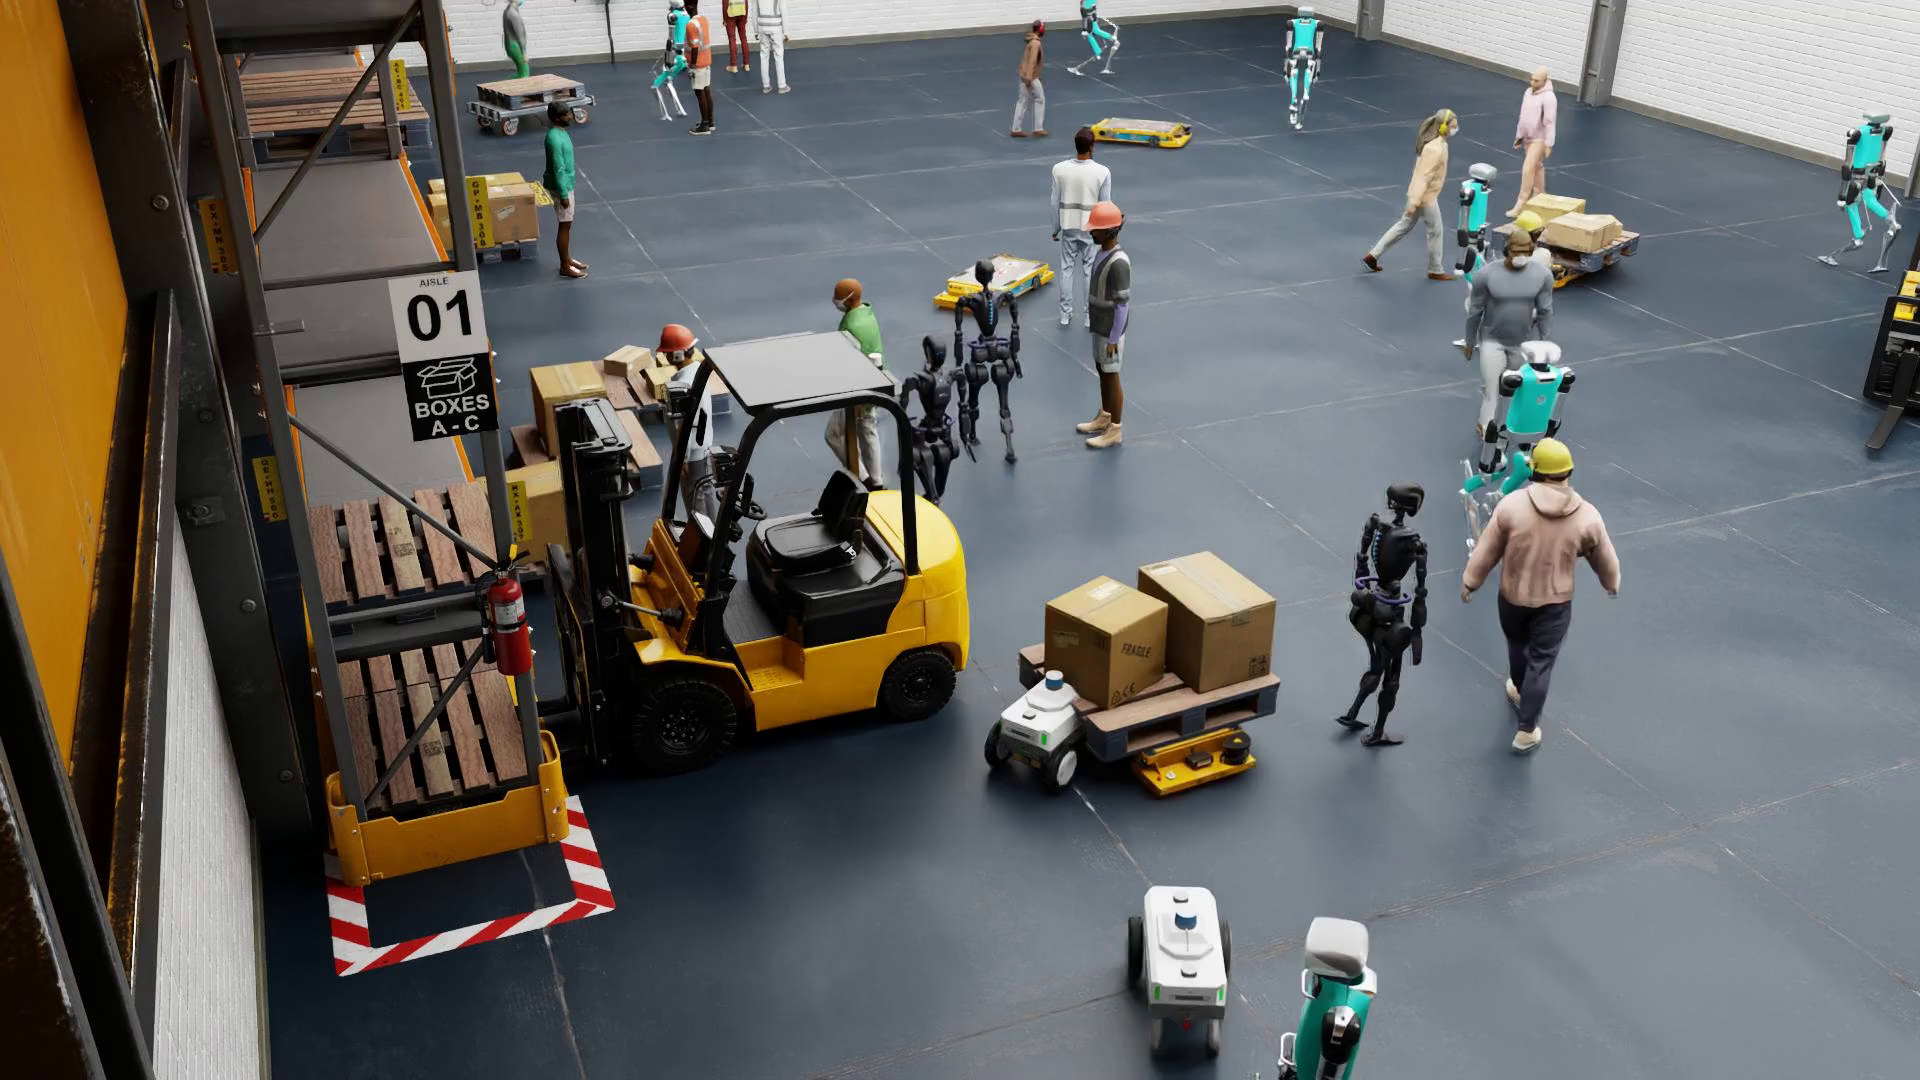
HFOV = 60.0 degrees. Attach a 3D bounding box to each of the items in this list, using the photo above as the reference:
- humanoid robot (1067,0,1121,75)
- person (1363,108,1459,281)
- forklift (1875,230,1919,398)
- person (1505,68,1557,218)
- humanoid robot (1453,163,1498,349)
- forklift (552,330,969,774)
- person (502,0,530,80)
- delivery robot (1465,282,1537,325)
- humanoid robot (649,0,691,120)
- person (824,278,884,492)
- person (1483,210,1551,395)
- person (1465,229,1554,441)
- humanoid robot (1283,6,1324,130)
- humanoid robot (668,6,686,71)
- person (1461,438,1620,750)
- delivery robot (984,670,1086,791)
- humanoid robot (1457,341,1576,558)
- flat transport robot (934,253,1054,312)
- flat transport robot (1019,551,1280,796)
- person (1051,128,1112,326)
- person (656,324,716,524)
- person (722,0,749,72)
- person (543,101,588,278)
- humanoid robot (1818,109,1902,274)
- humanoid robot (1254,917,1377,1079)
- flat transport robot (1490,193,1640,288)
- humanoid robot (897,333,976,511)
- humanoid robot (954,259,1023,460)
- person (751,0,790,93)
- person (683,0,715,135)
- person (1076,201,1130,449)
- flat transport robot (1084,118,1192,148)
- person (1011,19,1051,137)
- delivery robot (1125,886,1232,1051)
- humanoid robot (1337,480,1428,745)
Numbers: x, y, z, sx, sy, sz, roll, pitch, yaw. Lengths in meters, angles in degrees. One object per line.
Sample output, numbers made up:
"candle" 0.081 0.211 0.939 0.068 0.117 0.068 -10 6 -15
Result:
"humanoid robot" 2.248 -8.310 26.897 1.016 1.743 0.541 11 29 21
"person" 4.815 -3.639 17.503 0.963 1.829 0.599 5 27 10
"forklift" 9.029 -2.397 14.618 1.214 2.155 2.313 18 32 32
"person" 6.822 -4.728 19.754 0.655 1.743 0.557 -6 27 -12
"humanoid robot" 4.906 -2.541 15.497 0.672 1.883 0.541 17 32 31
"forklift" -1.094 0.010 9.831 2.313 2.155 1.214 -10 28 -20
"person" -6.642 -7.327 24.829 0.481 1.827 0.520 -14 30 -26
"delivery robot" 5.376 -2.438 16.508 0.499 0.585 0.765 -8 28 -16
"humanoid robot" -4.244 -7.039 24.357 0.758 1.772 0.530 14 30 25
"person" -0.806 -1.131 12.569 0.486 1.762 0.585 2 27 4
"person" 4.780 -1.932 14.179 0.530 1.749 0.607 -14 30 -26
"person" 4.370 -1.553 13.275 0.647 1.881 1.016 0 27 1
"humanoid robot" 4.814 -6.596 23.475 0.536 1.720 1.015 6 27 11
"humanoid robot" -4.668 -8.678 27.700 0.546 1.638 0.589 -21 33 -35
"person" 3.360 0.296 9.650 0.850 1.821 0.770 11 29 21
"delivery robot" 0.537 1.022 9.604 0.499 0.566 0.739 18 32 31
"humanoid robot" 3.756 -0.575 11.615 0.543 1.879 0.819 -7 28 -14
"flat transport robot" 0.368 -2.668 17.295 0.659 0.231 1.431 15 30 26
"flat transport robot" 1.095 1.020 9.958 0.659 0.231 1.431 -13 29 -23
"person" 1.171 -3.024 16.171 0.596 1.915 0.371 9 28 17
"person" -1.915 -0.682 11.703 0.345 1.741 0.574 1 27 2
"person" -3.716 -8.666 27.554 0.478 1.767 0.363 -16 31 -29
"person" -4.220 -3.717 17.623 0.376 1.847 0.506 -3 27 -6
"humanoid robot" 9.681 -3.610 17.590 0.545 1.769 1.039 -9 28 -17
"humanoid robot" 1.070 2.135 6.128 0.762 1.802 0.542 5 27 11
"flat transport robot" 6.511 -3.027 18.009 1.431 0.231 0.659 -23 35 -38
"humanoid robot" -0.222 -0.721 11.917 0.596 1.651 0.749 -15 30 -27
"humanoid robot" 0.235 -1.446 13.360 0.589 1.626 0.766 -8 28 -15
"person" -2.961 -7.958 26.022 0.574 1.882 0.362 6 27 13
"person" -3.705 -6.742 23.511 0.367 1.962 0.608 5 27 10
"person" 1.159 -1.736 13.472 0.393 2.038 0.613 -4 27 -8
"flat transport robot" 2.489 -5.723 23.371 1.431 0.231 0.659 9 28 18
"person" 1.015 -6.478 23.371 0.667 1.598 0.486 -6 27 -12
"delivery robot" 1.040 1.962 7.783 0.499 0.609 0.813 1 27 2
"humanoid robot" 2.452 0.420 9.581 0.308 1.646 0.604 -12 29 -23
